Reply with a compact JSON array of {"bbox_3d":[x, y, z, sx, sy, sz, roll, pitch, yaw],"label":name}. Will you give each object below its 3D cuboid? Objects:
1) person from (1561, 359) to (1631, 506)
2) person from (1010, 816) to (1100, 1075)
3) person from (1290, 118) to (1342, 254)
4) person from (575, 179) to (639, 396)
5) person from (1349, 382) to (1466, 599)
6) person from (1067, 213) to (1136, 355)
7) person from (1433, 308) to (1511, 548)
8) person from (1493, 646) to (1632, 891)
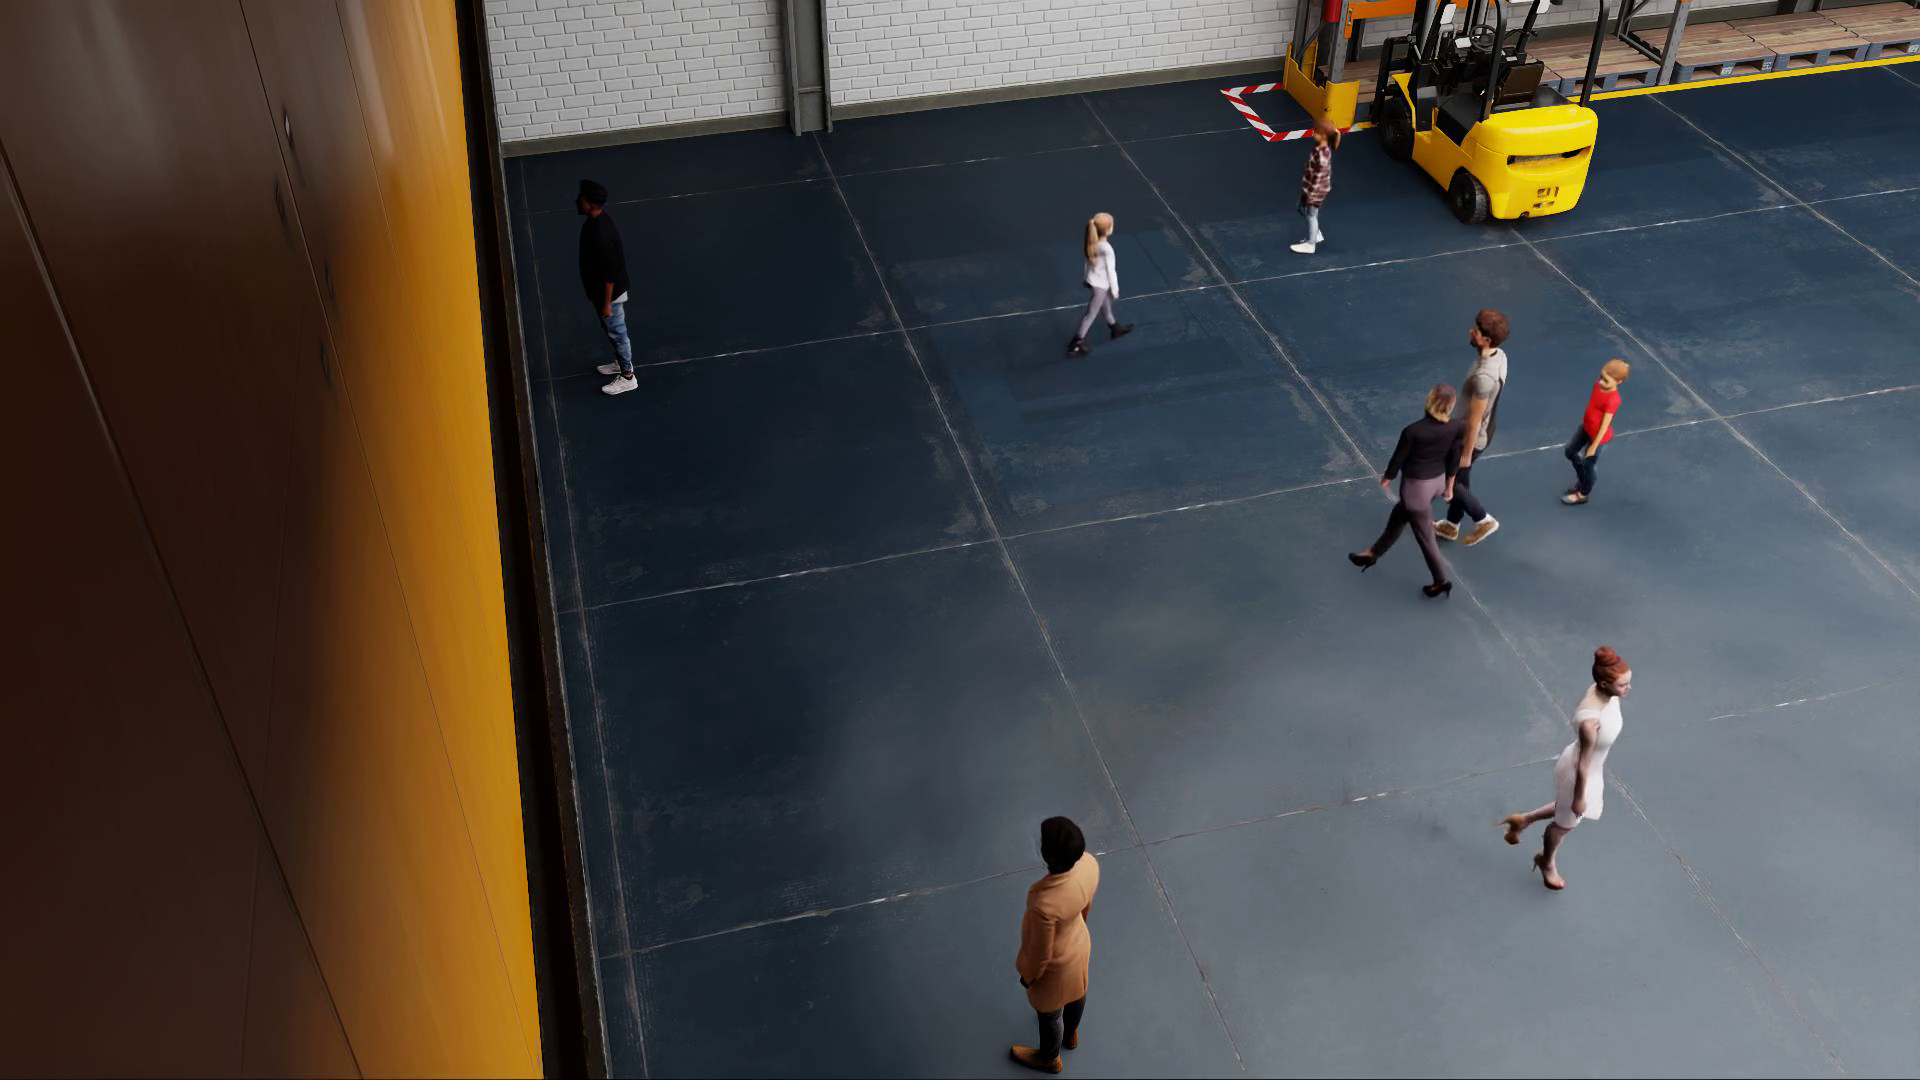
[{"bbox_3d":[4.649,-0.772,11.995,0.550,1.300,0.545,-1,39,-1],"label":"person"},{"bbox_3d":[0.485,1.999,8.183,0.821,1.727,0.749,24,44,27],"label":"person"},{"bbox_3d":[3.276,-3.187,15.018,0.638,1.302,0.619,7,39,8],"label":"person"},{"bbox_3d":[-2.784,-2.019,13.144,0.577,1.815,0.681,-9,39,-11],"label":"person"},{"bbox_3d":[3.158,-0.265,11.105,0.958,1.618,0.851,-22,43,-25],"label":"person"},{"bbox_3d":[1.085,-2.076,13.670,0.907,1.246,0.589,-15,41,-18],"label":"person"},{"bbox_3d":[3.600,-0.709,11.452,0.954,1.878,0.886,14,41,17],"label":"person"},{"bbox_3d":[3.282,1.247,9.080,0.841,1.782,0.801,26,45,29],"label":"person"}]
